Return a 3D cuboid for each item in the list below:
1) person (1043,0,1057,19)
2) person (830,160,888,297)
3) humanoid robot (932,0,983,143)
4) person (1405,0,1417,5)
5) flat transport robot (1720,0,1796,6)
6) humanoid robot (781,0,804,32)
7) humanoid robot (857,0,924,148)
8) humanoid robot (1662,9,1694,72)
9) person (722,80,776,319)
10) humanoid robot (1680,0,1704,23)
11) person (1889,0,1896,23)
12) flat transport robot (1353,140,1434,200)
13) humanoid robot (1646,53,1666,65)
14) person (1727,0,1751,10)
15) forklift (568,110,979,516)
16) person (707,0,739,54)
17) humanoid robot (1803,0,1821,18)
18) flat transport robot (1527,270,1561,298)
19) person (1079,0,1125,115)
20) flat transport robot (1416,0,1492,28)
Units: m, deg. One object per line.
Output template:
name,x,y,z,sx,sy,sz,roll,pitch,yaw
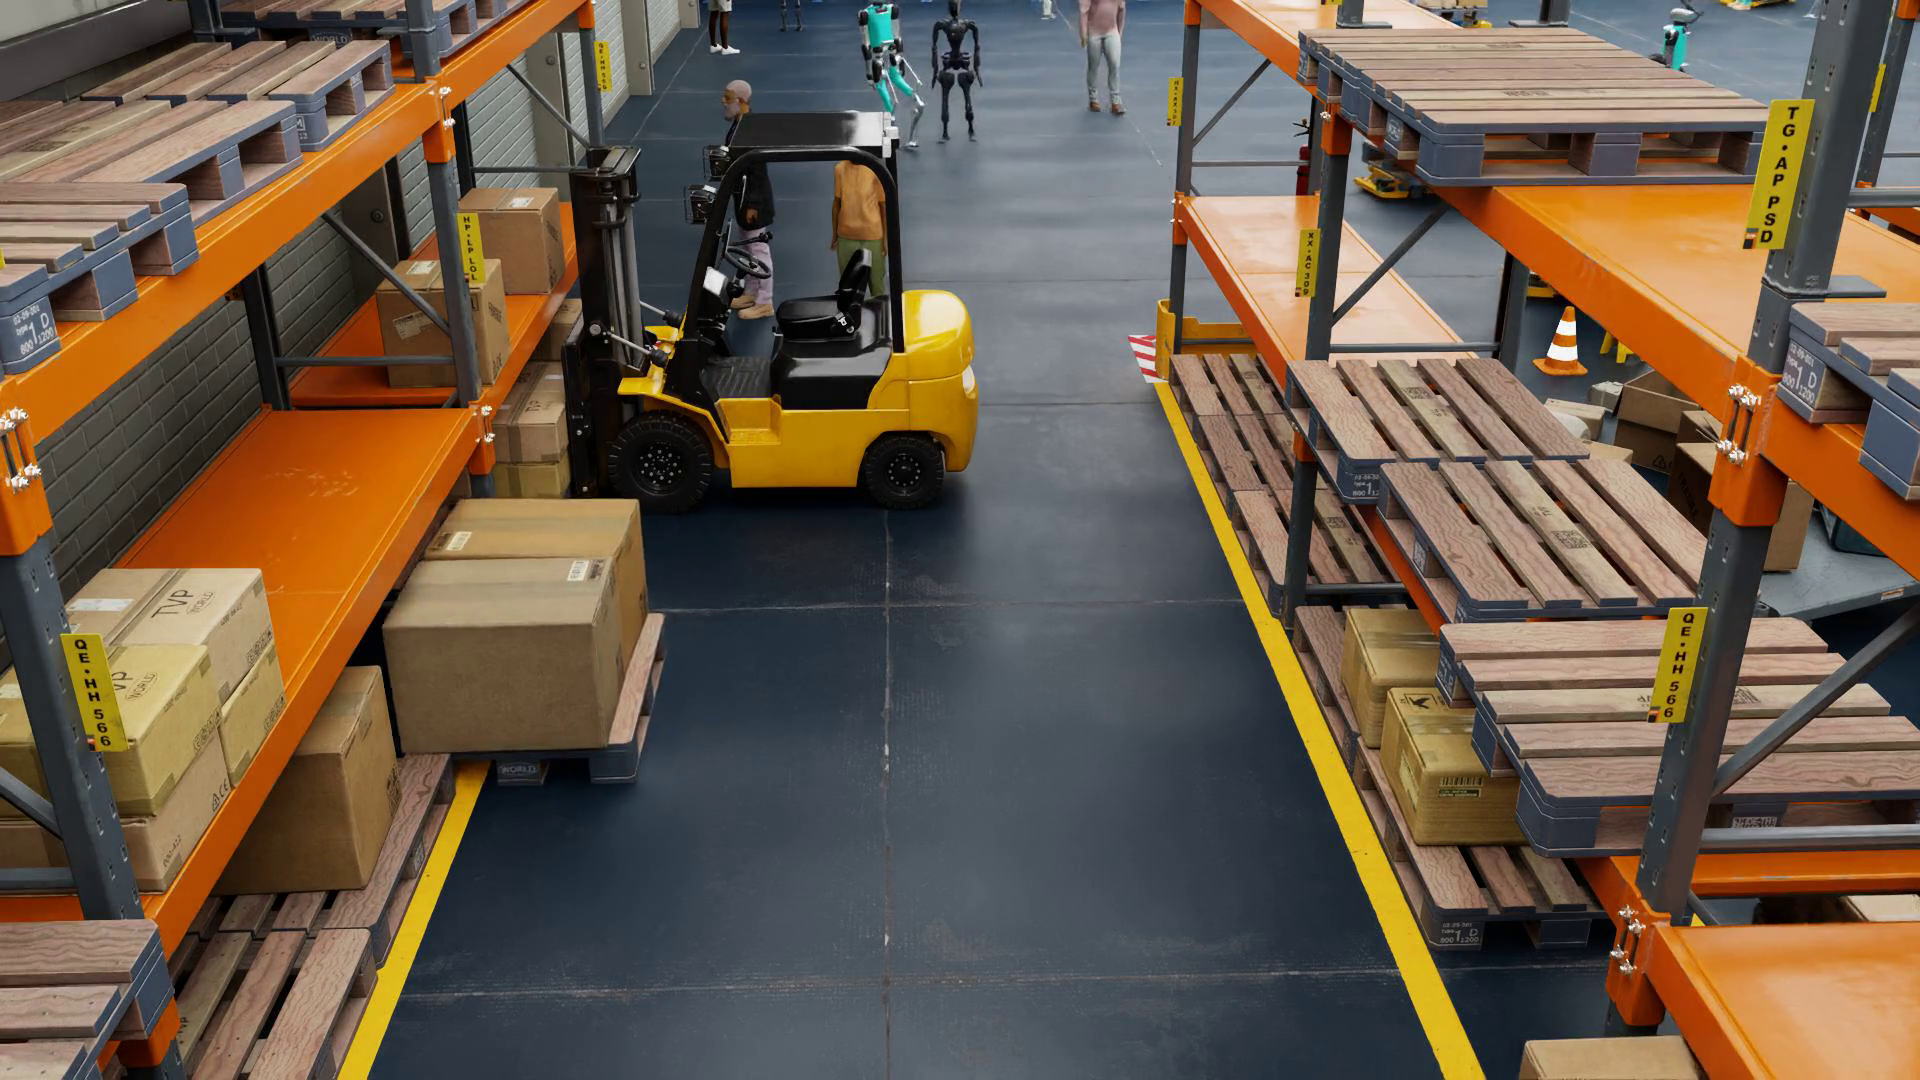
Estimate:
person,1.572,-9.760,28.248,0.470,1.738,0.585,-17,30,-32
person,-0.746,-2.223,12.313,0.451,1.717,0.369,8,27,17
humanoid robot,-0.028,-5.428,19.158,0.593,1.640,0.415,0,25,0
person,6.867,-8.475,25.419,0.561,1.837,0.387,-22,33,-39
flat transport robot,14.534,-9.867,30.198,1.431,0.231,0.659,-16,30,-30
humanoid robot,-2.786,-9.121,26.951,0.599,1.659,0.315,-1,25,-2
humanoid robot,-0.723,-5.223,18.656,0.572,1.770,0.865,-19,31,-34
humanoid robot,7.527,-4.563,17.246,0.667,1.787,0.555,14,29,28
person,-1.658,-2.682,13.126,0.411,1.855,0.530,-8,26,-16
humanoid robot,12.269,-9.435,27.634,0.421,1.640,0.612,16,30,30
person,15.610,-9.653,27.880,0.627,1.866,0.509,7,26,13
flat transport robot,4.870,-3.724,17.189,1.431,0.231,0.659,-5,26,-11
humanoid robot,6.367,-3.716,15.579,0.609,1.622,0.798,-8,26,-16
person,13.925,-10.334,29.260,0.369,1.915,0.499,3,25,7
forklift,-1.043,-1.379,9.976,2.313,2.155,1.214,-1,25,-2
person,-3.600,-8.242,24.862,0.382,1.894,0.536,-23,33,-39
humanoid robot,14.789,-9.792,28.293,0.563,1.738,0.850,-10,27,-21
flat transport robot,5.451,-2.181,13.922,1.431,0.231,0.659,4,26,9
person,1.784,-6.232,20.586,0.644,1.910,0.831,-5,26,-11
flat transport robot,7.939,-8.529,27.365,1.431,0.231,0.659,-5,26,-10
